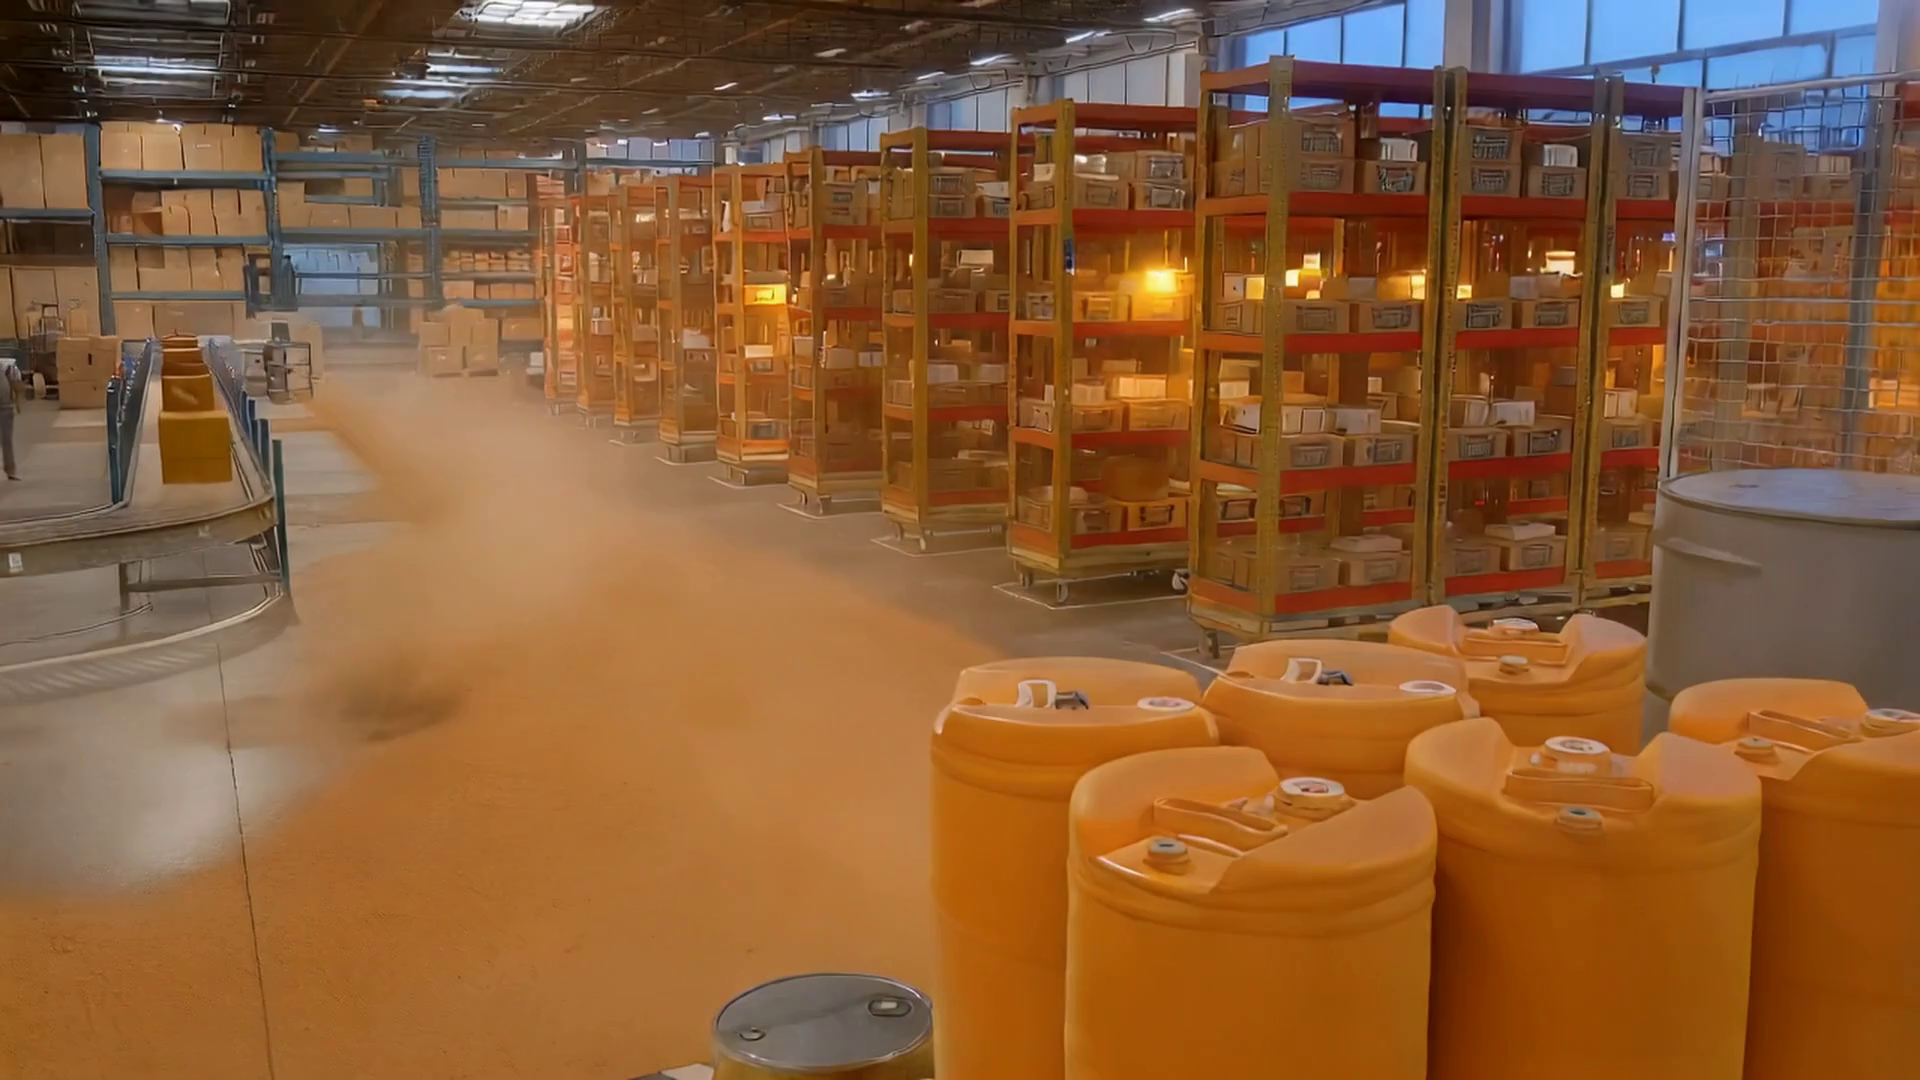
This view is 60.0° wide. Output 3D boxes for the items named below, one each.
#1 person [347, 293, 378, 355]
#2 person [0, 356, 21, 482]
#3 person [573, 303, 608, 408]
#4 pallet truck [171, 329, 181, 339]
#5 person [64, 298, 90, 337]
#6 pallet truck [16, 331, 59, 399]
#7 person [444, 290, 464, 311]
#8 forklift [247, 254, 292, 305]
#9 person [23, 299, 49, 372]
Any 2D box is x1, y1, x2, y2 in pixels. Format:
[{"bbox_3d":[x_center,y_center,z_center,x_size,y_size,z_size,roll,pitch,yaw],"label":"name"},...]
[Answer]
[{"bbox_3d":[-17.585,-6.325,48.733,0.939,1.782,0.596,-5,11,-29],"label":"person"},{"bbox_3d":[-11.013,-1.520,18.964,0.533,1.768,0.310,-9,12,-43],"label":"person"},{"bbox_3d":[-6.529,-3.314,29.682,0.649,1.890,1.003,6,11,35],"label":"person"},{"bbox_3d":[-17.275,-3.851,35.096,1.601,1.201,0.680,0,9,1],"label":"pallet truck"},{"bbox_3d":[-20.239,-4.633,38.127,0.403,1.823,0.591,5,10,26],"label":"person"},{"bbox_3d":[-17.082,-3.353,31.781,1.630,1.274,0.653,-4,10,-25],"label":"pallet truck"},{"bbox_3d":[-12.285,-5.137,40.791,0.908,1.957,0.664,5,11,31],"label":"person"},{"bbox_3d":[-16.031,-5.266,38.761,1.129,2.768,1.873,-4,10,-25],"label":"forklift"},{"bbox_3d":[-22.315,-4.941,40.214,0.522,1.761,0.322,-3,10,-17],"label":"person"}]
